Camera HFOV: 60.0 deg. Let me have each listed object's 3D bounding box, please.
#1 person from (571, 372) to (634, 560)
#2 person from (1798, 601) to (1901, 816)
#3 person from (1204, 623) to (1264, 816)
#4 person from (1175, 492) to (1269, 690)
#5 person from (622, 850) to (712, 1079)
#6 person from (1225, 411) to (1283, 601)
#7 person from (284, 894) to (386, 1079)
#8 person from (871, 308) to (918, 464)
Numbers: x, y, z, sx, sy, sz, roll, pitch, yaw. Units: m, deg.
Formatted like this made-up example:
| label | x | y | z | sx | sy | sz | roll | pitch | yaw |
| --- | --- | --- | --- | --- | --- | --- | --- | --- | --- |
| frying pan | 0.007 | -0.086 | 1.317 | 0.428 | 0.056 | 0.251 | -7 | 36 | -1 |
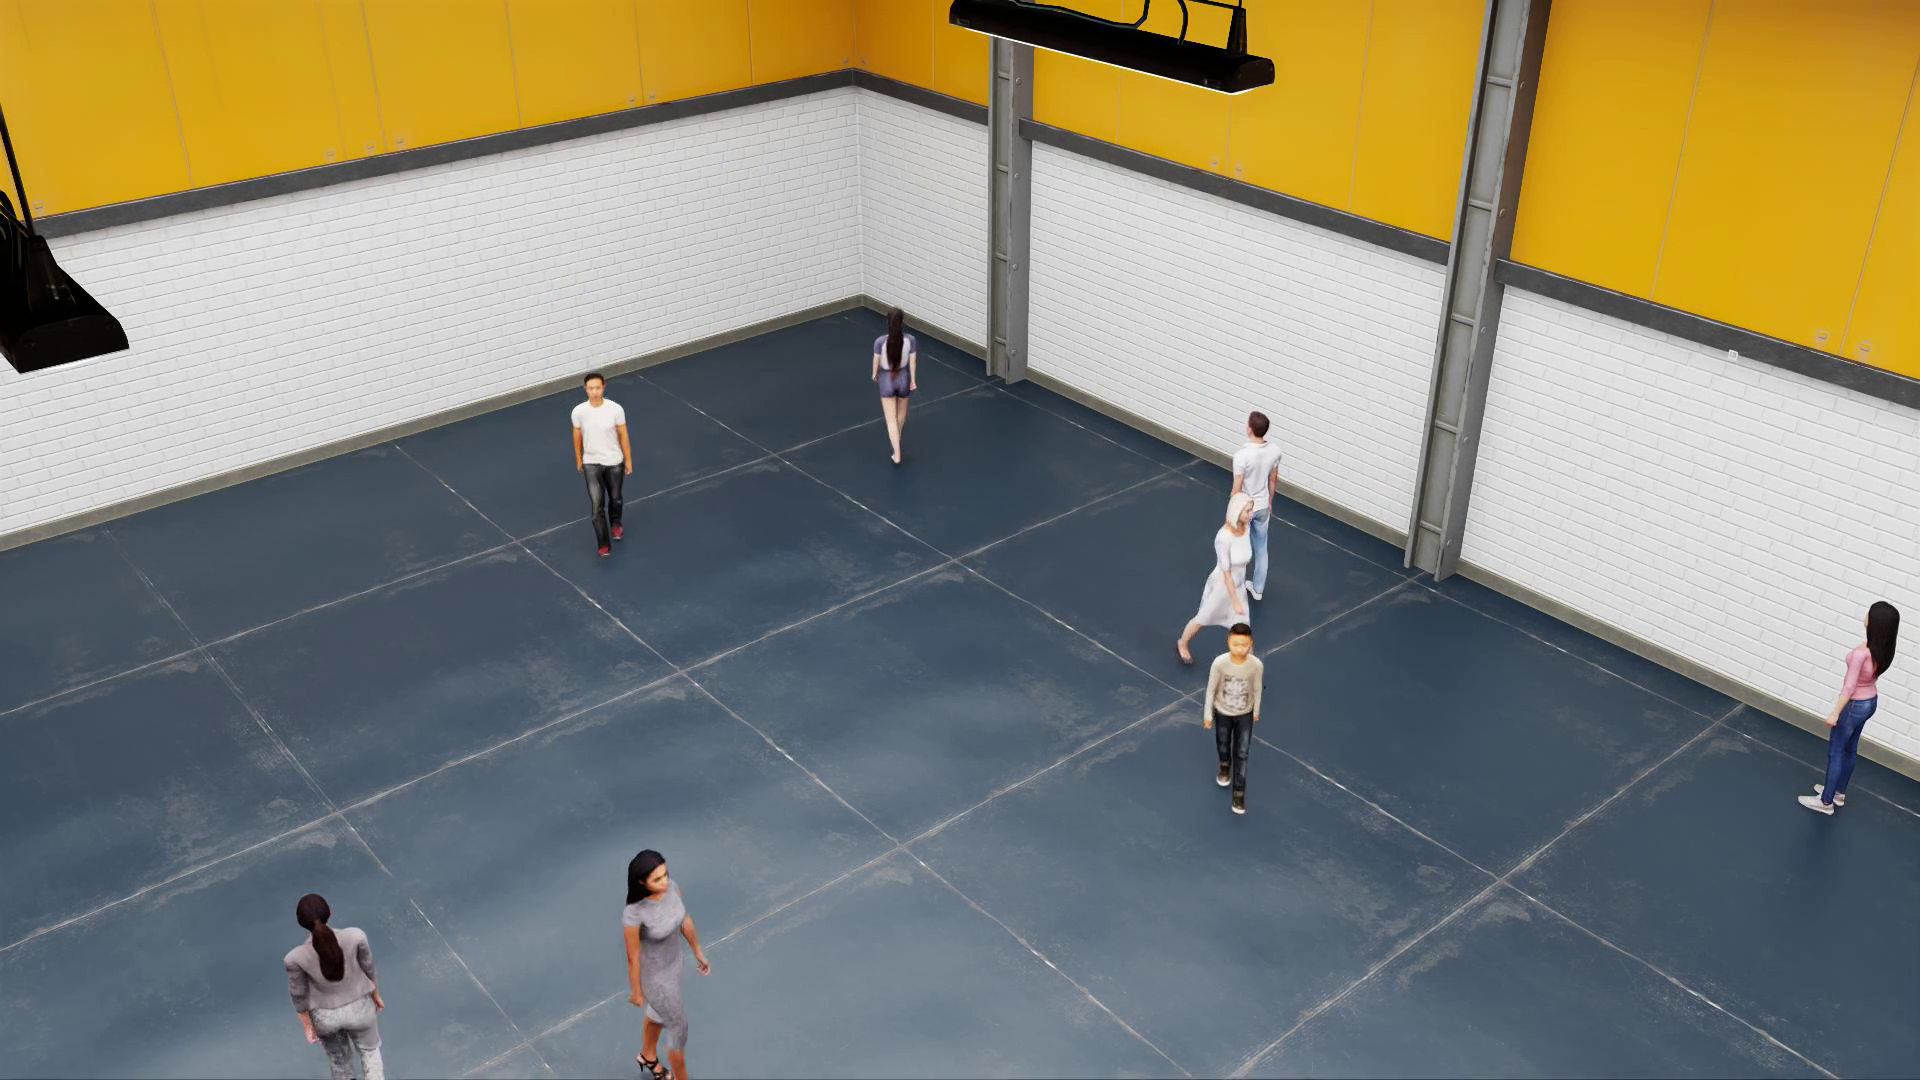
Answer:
| label | x | y | z | sx | sy | sz | roll | pitch | yaw |
| --- | --- | --- | --- | --- | --- | --- | --- | --- | --- |
| person | -3.345 | -0.770 | 15.631 | 0.958 | 1.766 | 1.178 | -7 | 29 | -12 |
| person | 6.471 | 1.206 | 12.033 | 0.581 | 1.742 | 0.527 | -19 | 34 | -30 |
| person | 2.023 | 1.224 | 12.319 | 0.927 | 1.438 | 0.971 | 3 | 29 | 6 |
| person | 2.083 | 0.391 | 13.573 | 0.581 | 1.698 | 1.125 | -25 | 37 | -37 |
| person | -1.815 | 2.493 | 9.652 | 0.889 | 1.763 | 0.780 | 12 | 31 | 21 |
| person | 2.563 | -0.274 | 14.633 | 0.682 | 1.851 | 0.597 | -15 | 32 | -26 |
| person | -3.456 | 2.718 | 9.345 | 0.712 | 1.662 | 0.885 | -14 | 32 | -24 |
| person | -0.663 | -1.569 | 17.259 | 0.855 | 1.609 | 1.096 | -8 | 30 | -14 |
